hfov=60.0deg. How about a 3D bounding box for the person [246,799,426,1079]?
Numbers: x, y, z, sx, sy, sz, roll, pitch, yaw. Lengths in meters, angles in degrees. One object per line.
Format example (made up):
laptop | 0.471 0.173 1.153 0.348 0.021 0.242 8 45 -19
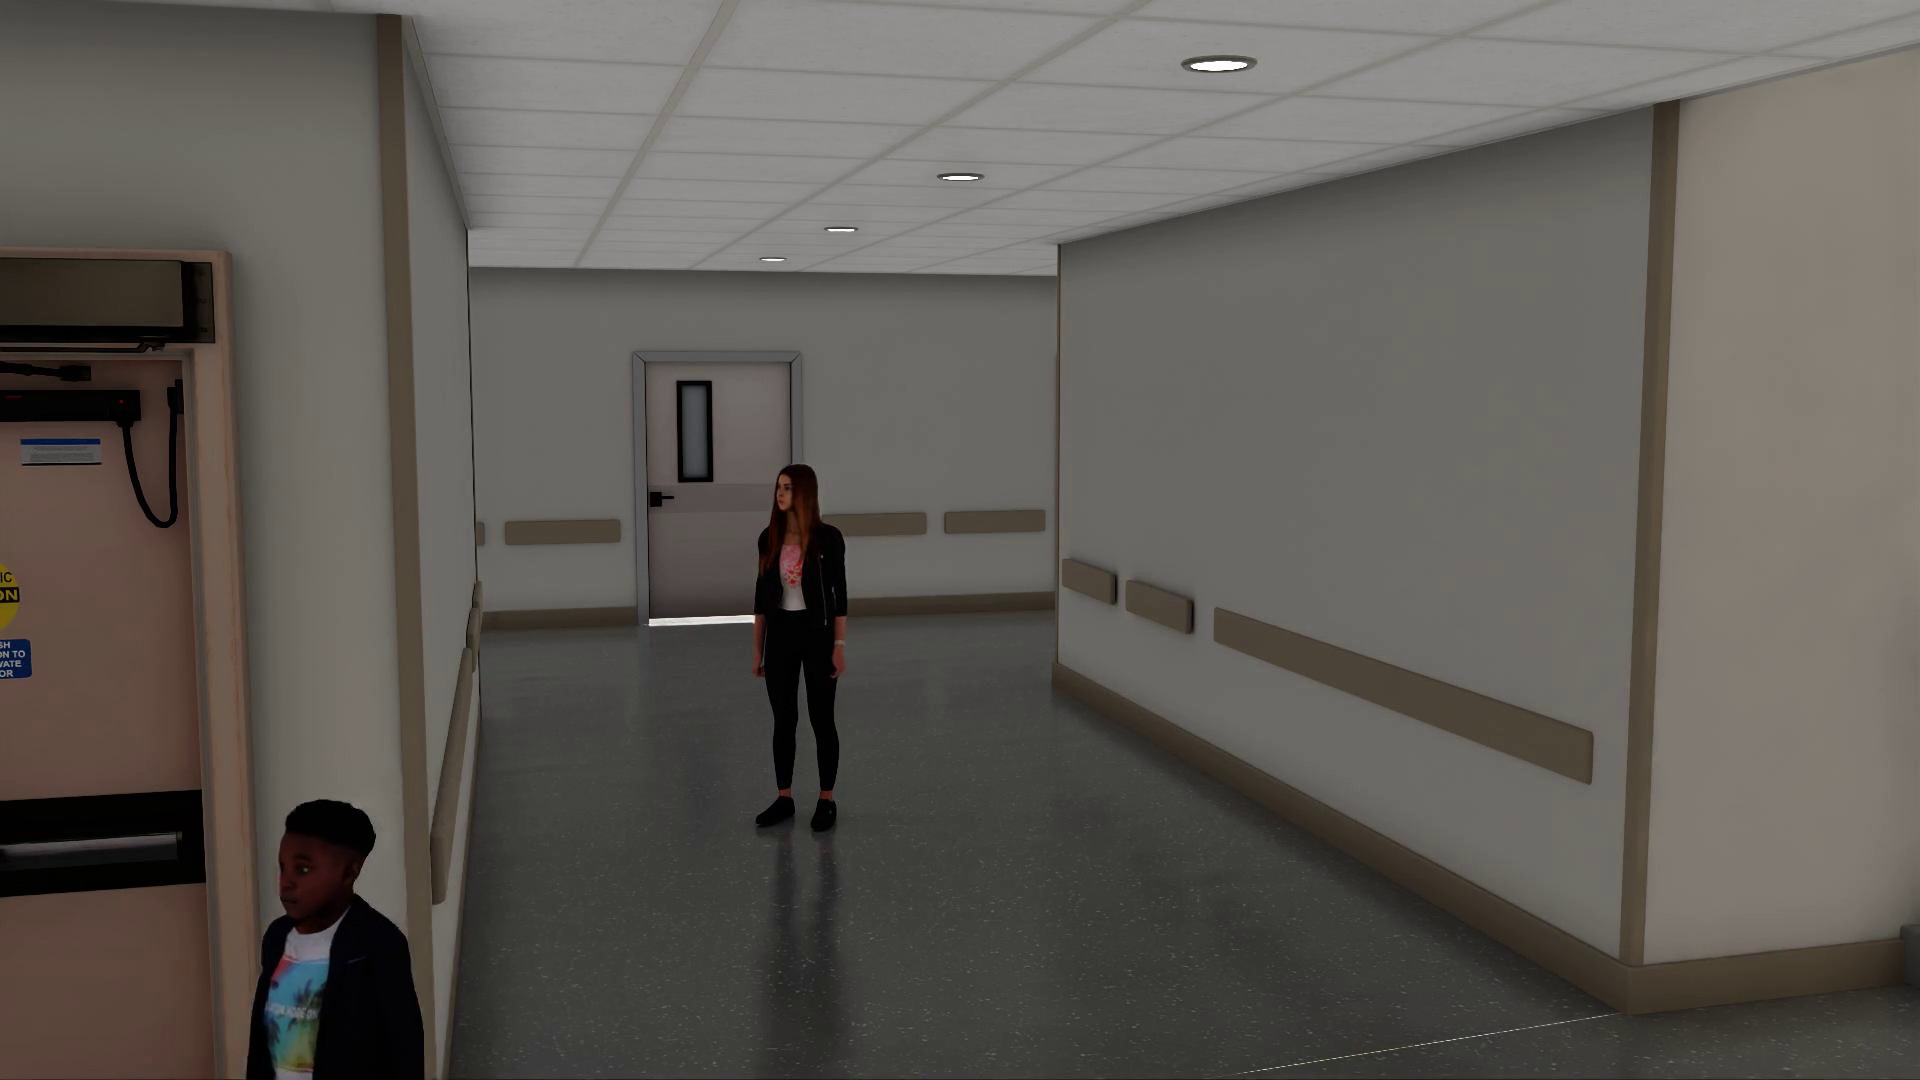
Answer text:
person | -1.258 1.151 3.513 0.614 1.262 0.689 2 6 22

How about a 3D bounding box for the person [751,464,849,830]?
person | -0.738 0.492 7.843 0.645 1.707 0.755 2 6 16
